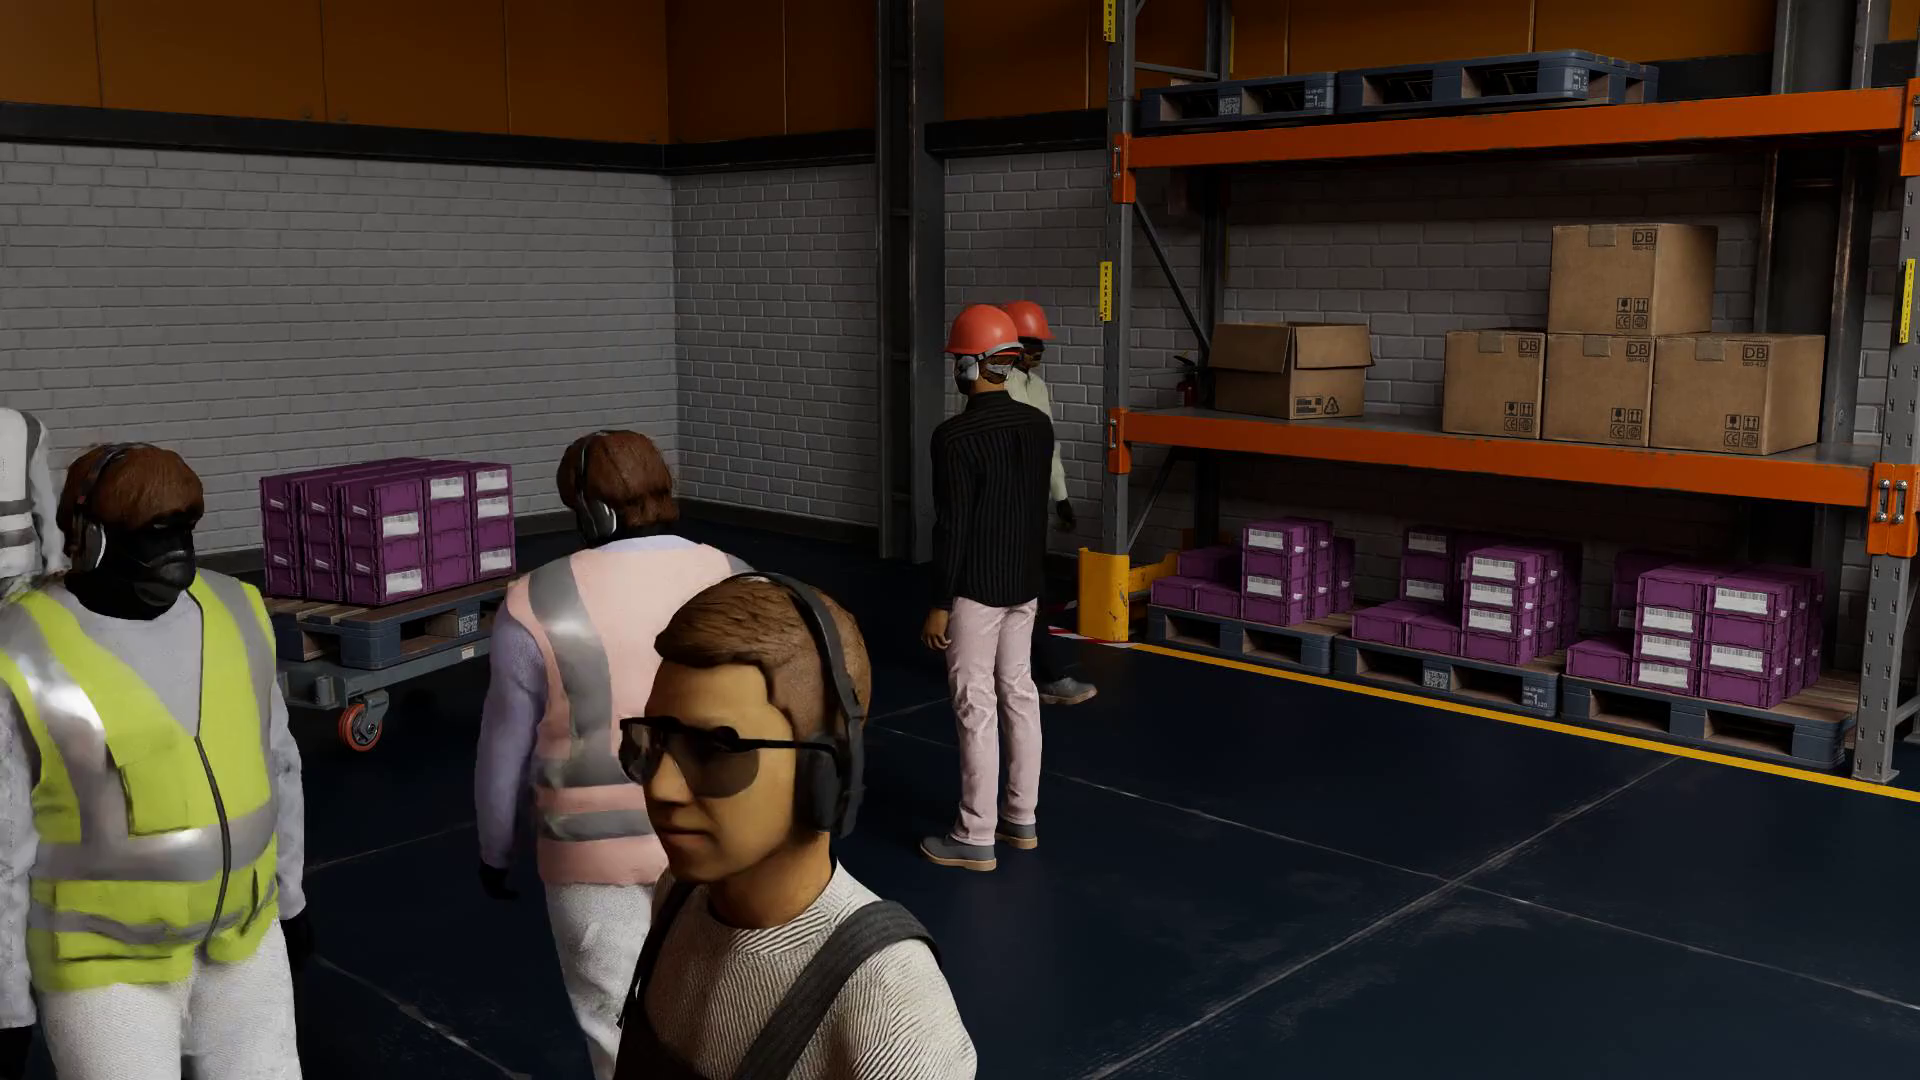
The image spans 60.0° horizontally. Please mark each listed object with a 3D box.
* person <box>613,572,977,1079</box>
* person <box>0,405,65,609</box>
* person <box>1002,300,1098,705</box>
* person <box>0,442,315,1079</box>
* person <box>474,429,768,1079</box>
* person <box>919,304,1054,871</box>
[{"bbox_3d":[-0.191,0.940,1.643,0.336,1.846,0.514,-7,11,-35],"label":"person"},{"bbox_3d":[-3.915,0.103,6.730,0.596,1.860,0.590,4,10,25],"label":"person"},{"bbox_3d":[0.372,-0.178,8.136,0.908,1.955,0.639,5,10,27],"label":"person"},{"bbox_3d":[-1.505,0.722,3.048,0.529,1.825,0.645,5,11,30],"label":"person"},{"bbox_3d":[-0.664,0.663,3.510,0.617,1.798,0.898,-6,11,-34],"label":"person"},{"bbox_3d":[0.091,0.170,5.911,0.378,1.995,0.612,7,12,37],"label":"person"}]
